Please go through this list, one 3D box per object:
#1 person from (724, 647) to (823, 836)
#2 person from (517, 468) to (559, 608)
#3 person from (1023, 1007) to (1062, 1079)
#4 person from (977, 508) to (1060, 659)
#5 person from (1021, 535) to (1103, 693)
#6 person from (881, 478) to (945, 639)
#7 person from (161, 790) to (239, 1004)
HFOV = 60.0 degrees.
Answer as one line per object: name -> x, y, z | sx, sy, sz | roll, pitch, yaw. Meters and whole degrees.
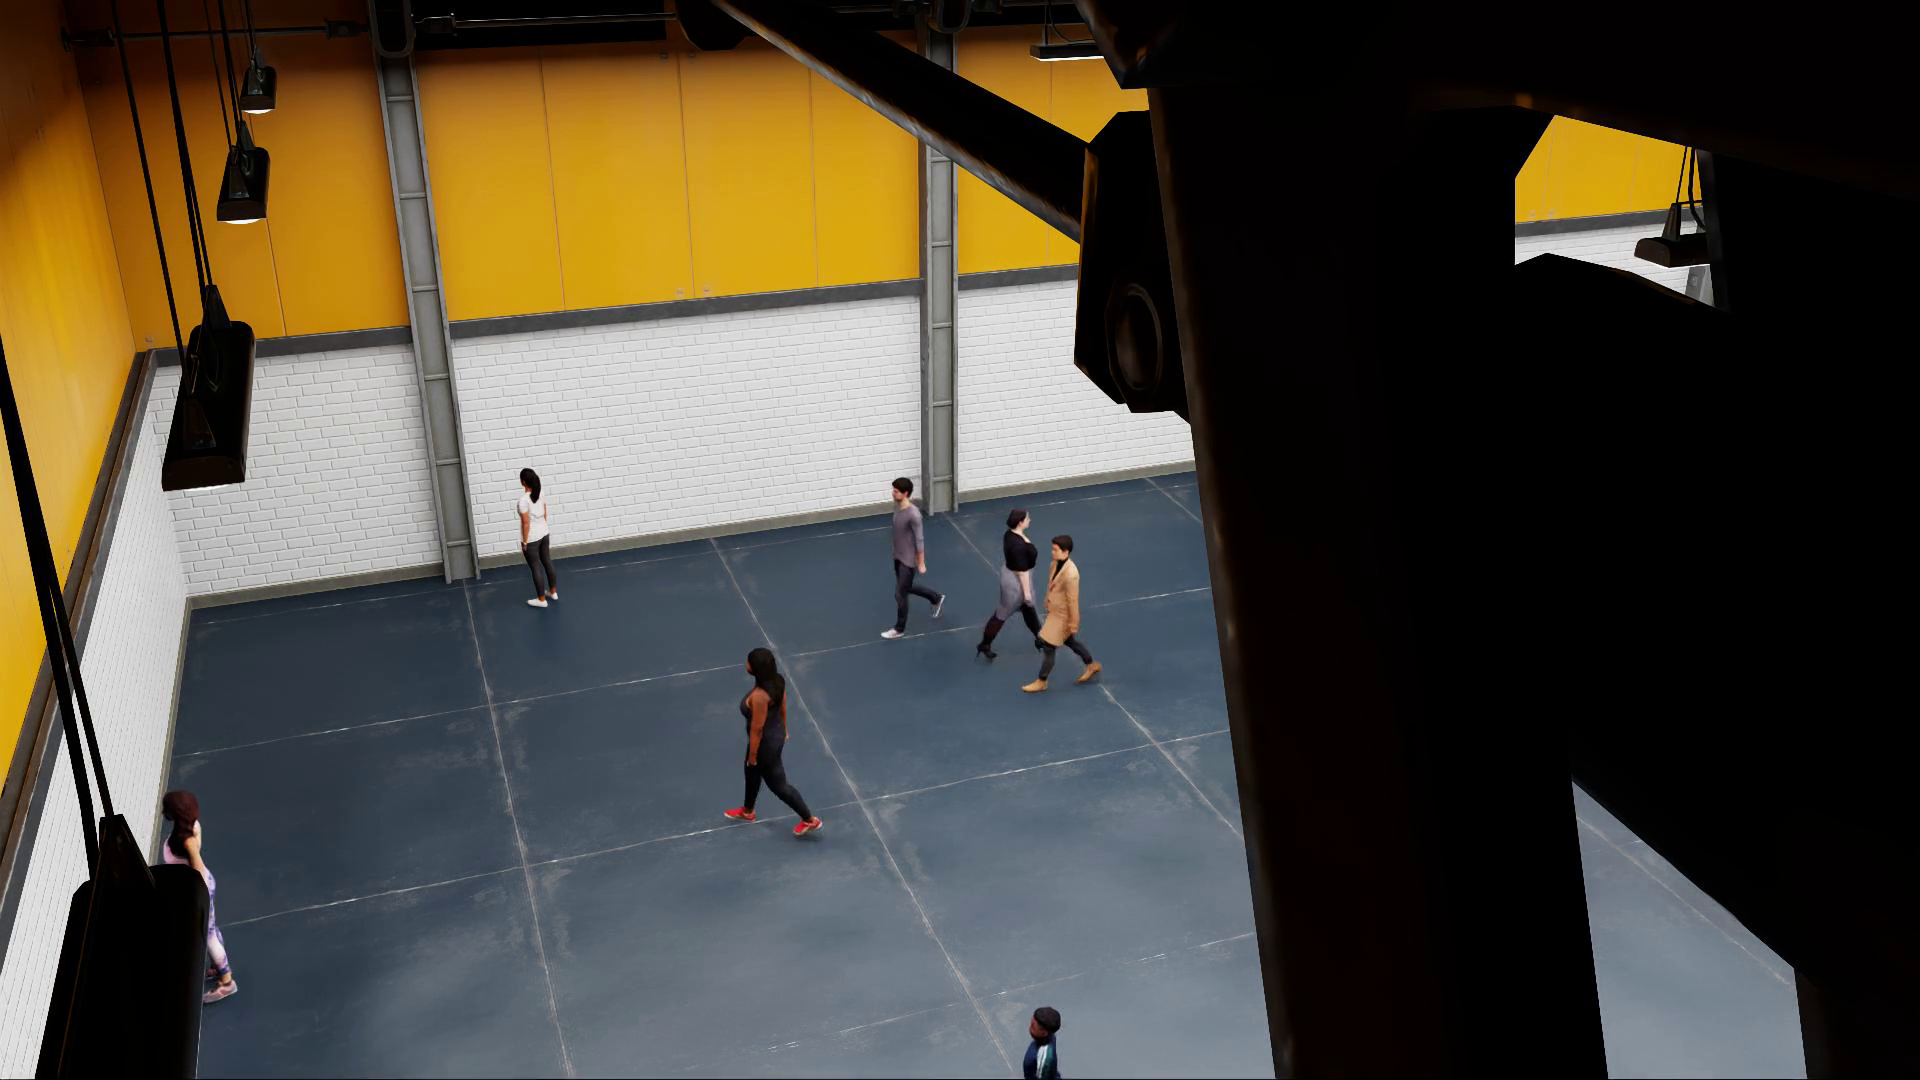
person -> -1.592, 1.776, 14.406 | 1.283, 1.778, 1.104 | 6, 24, 13
person -> -4.777, -0.042, 18.730 | 0.701, 1.646, 0.637 | 11, 26, 23
person -> 0.599, 3.592, 10.914 | 0.834, 1.246, 0.694 | 3, 24, 6
person -> 0.487, 0.508, 17.395 | 1.187, 1.706, 0.855 | -2, 24, -5
person -> 1.115, 0.738, 16.880 | 1.125, 1.699, 0.685 | -7, 25, -16
person -> -0.486, 0.177, 18.002 | 1.073, 1.826, 0.758 | -12, 26, -25
person -> -5.709, 2.636, 12.450 | 0.551, 1.768, 0.615 | -12, 26, -25
